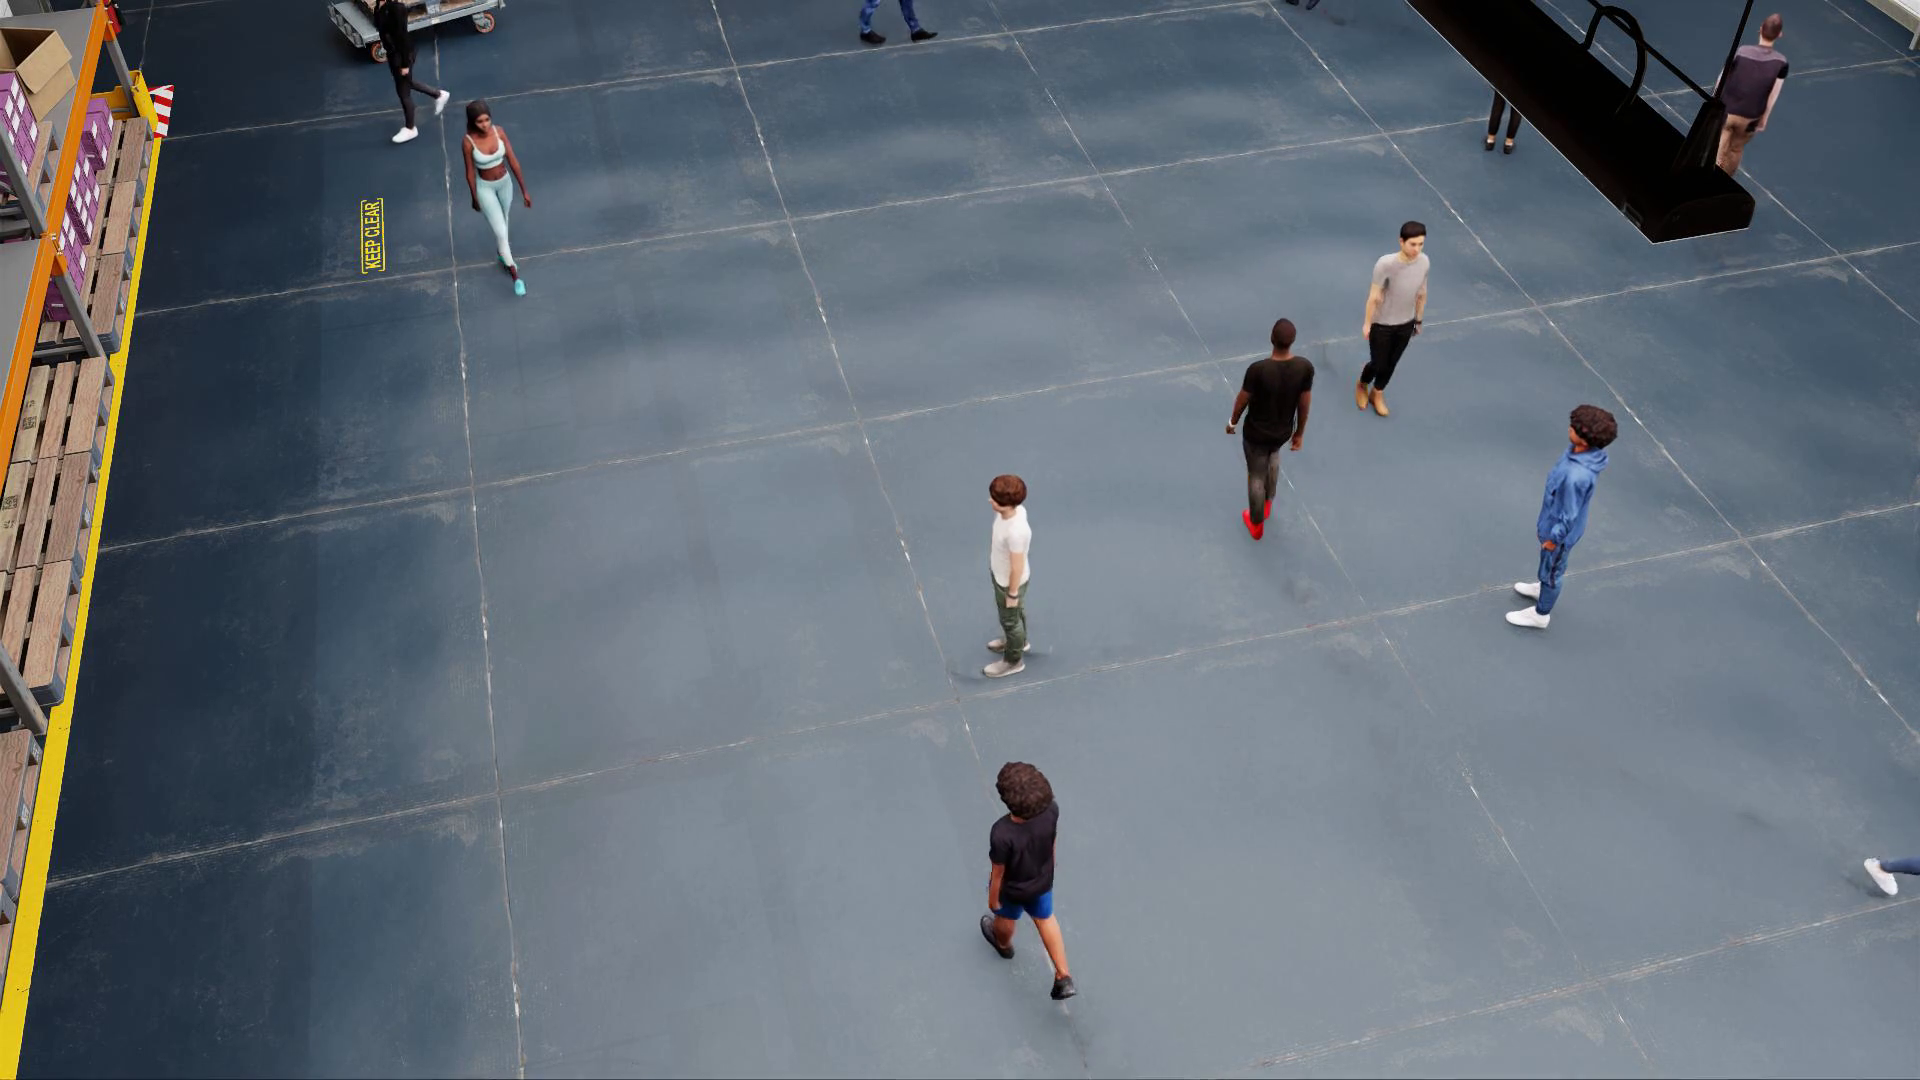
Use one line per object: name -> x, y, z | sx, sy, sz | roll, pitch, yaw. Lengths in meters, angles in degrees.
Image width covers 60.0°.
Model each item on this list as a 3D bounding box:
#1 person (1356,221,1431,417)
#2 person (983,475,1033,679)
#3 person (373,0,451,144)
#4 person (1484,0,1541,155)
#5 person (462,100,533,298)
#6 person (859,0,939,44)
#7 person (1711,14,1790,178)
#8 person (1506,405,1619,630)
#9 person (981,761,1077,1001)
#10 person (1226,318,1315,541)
person -> 3.285, -1.741, 12.752 | 0.604, 1.716, 0.586 | -10, 44, -10
person -> 0.338, 0.216, 10.741 | 0.662, 1.656, 0.543 | -6, 44, -7
person -> -5.252, -4.641, 15.828 | 0.919, 1.671, 0.976 | -29, 51, -27
person -> 5.240, -4.362, 15.679 | 0.645, 1.473, 0.664 | 13, 45, 13
person -> -3.967, -2.981, 14.071 | 0.825, 1.692, 1.045 | -30, 51, -27
person -> -0.861, -5.969, 17.092 | 1.132, 1.851, 1.132 | 17, 46, 17
person -> 6.904, -3.747, 14.800 | 1.105, 1.794, 1.299 | 13, 45, 13
person -> 4.003, -0.151, 11.016 | 0.811, 1.808, 0.729 | 18, 47, 18
person -> 0.390, 1.850, 8.936 | 0.799, 1.780, 1.100 | -24, 49, -23
person -> 2.185, -0.702, 11.608 | 0.645, 1.789, 0.645 | -9, 44, -9
